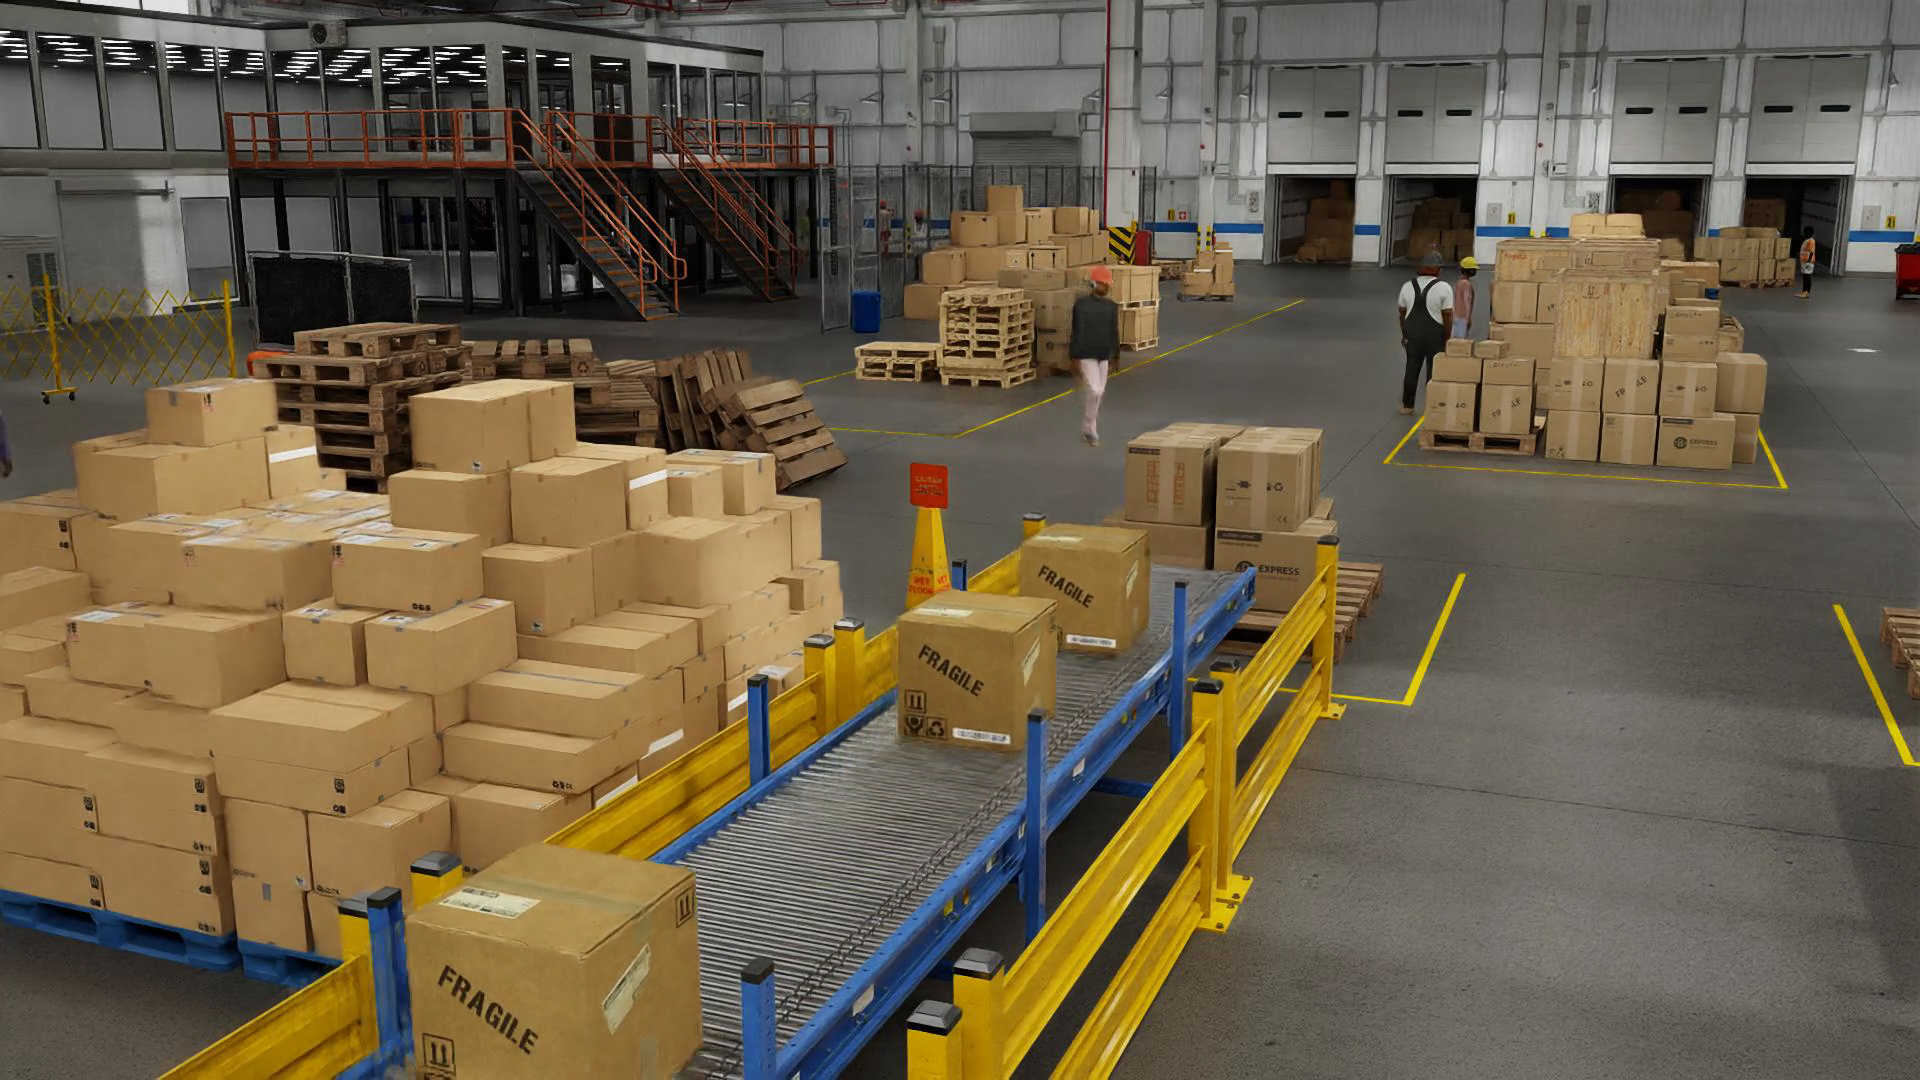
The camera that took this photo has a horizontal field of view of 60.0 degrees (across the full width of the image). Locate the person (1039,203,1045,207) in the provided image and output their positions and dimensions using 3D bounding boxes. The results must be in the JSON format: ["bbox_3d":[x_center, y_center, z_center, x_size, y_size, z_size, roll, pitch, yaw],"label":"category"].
[{"bbox_3d":[2.659,-9.916,53.778,0.604,1.945,0.398,0,13,2],"label":"person"}]

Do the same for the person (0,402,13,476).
[{"bbox_3d":[-7.104,-0.605,11.804,0.616,2.027,0.461,-3,13,-15],"label":"person"}]

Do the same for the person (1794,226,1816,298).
[{"bbox_3d":[20.028,-6.572,39.337,0.320,1.699,0.531,3,13,12],"label":"person"}]

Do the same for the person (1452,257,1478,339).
[{"bbox_3d":[7.294,-3.202,24.069,0.322,1.769,0.523,0,13,1],"label":"person"}]

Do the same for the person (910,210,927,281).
[{"bbox_3d":[-1.088,-8.073,45.586,0.551,1.914,0.739,3,13,15],"label":"person"}]

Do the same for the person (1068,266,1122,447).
[{"bbox_3d":[1.529,-1.996,18.184,0.656,1.970,0.633,-10,16,-37],"label":"person"}]

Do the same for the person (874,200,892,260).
[{"bbox_3d":[-2.573,-10.382,55.759,0.626,1.992,0.387,7,14,28],"label":"person"}]

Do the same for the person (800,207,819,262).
[{"bbox_3d":[-4.847,-9.800,53.521,0.642,1.828,0.500,-5,14,-22],"label":"person"}]

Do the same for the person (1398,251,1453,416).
[{"bbox_3d":[5.753,-2.528,20.426,0.687,2.000,0.535,11,17,41],"label":"person"}]
